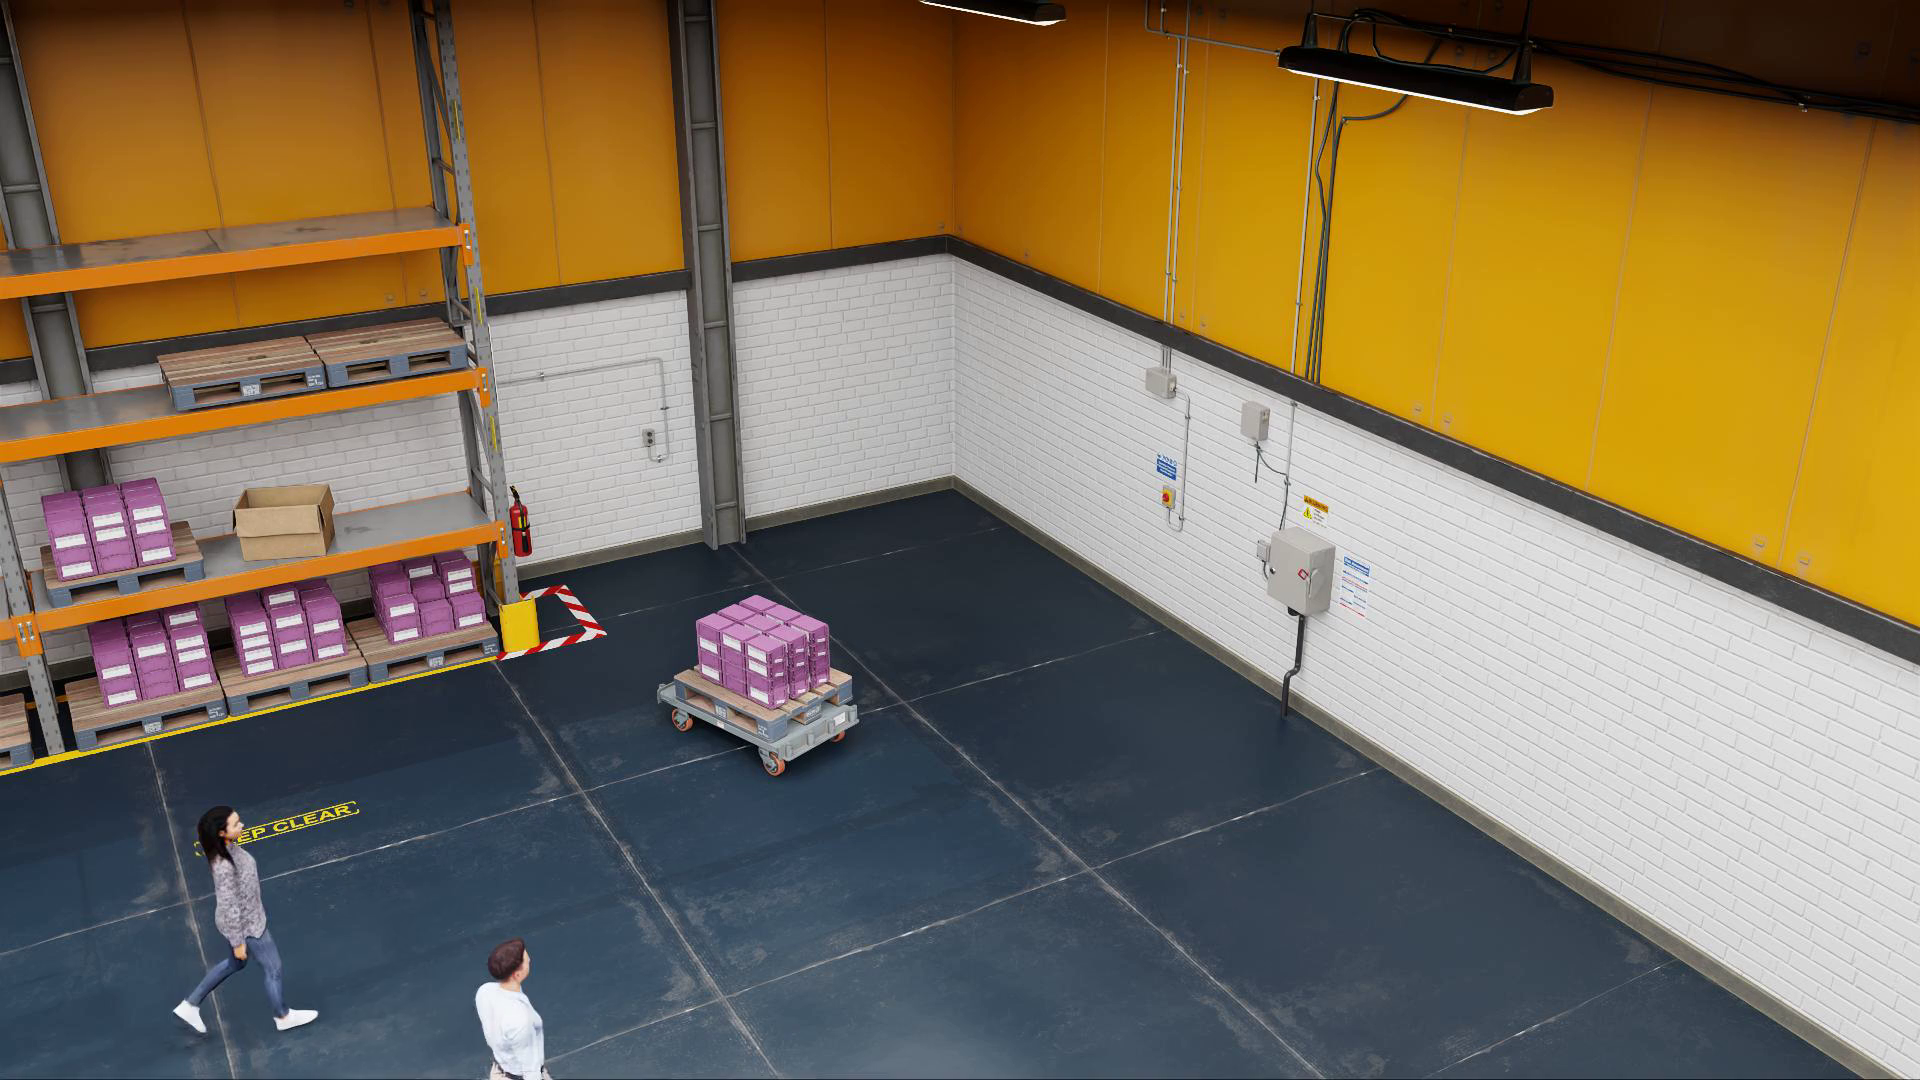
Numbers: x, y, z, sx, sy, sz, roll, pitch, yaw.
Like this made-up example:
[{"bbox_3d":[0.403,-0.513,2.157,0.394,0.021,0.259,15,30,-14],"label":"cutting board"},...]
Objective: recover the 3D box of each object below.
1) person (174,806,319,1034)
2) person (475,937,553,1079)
[{"bbox_3d":[-4.678,2.468,10.612,1.086,1.708,0.692,-10,26,-22],"label":"person"},{"bbox_3d":[-2.491,3.028,9.186,0.861,1.825,1.201,21,31,39],"label":"person"}]
